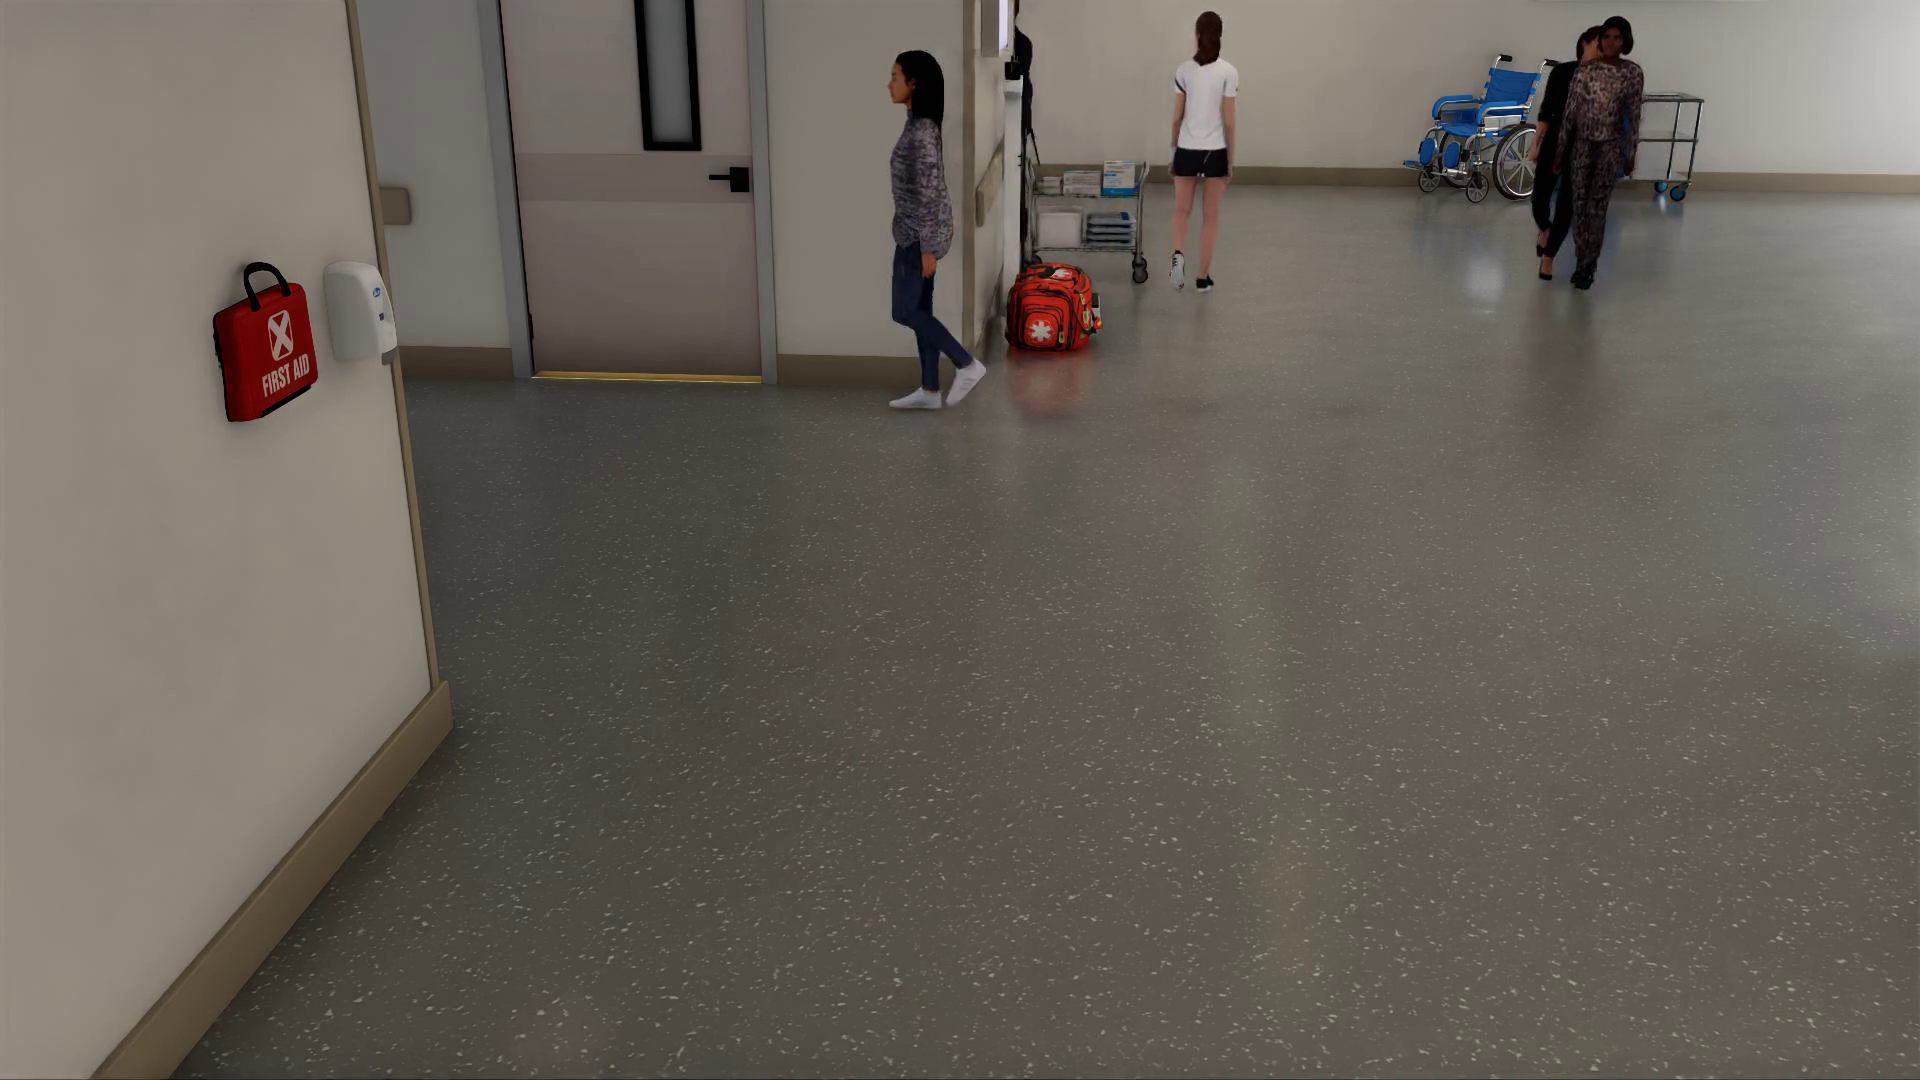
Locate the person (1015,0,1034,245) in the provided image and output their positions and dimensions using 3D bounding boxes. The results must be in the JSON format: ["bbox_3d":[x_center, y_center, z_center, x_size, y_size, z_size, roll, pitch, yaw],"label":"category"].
[{"bbox_3d":[0.427,-3.044,12.065,0.789,1.800,0.642,6,22,16],"label":"person"}]

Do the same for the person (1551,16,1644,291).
[{"bbox_3d":[4.136,-2.487,10.745,0.815,1.694,0.916,15,26,35],"label":"person"}]

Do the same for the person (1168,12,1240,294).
[{"bbox_3d":[1.485,-2.367,10.370,0.669,1.735,0.958,6,21,15],"label":"person"}]

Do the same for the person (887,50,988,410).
[{"bbox_3d":[-0.095,-1.443,7.951,0.710,1.720,0.661,0,21,0],"label":"person"}]

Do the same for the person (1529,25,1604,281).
[{"bbox_3d":[4.020,-2.536,10.966,0.779,1.629,0.854,12,24,28],"label":"person"}]
